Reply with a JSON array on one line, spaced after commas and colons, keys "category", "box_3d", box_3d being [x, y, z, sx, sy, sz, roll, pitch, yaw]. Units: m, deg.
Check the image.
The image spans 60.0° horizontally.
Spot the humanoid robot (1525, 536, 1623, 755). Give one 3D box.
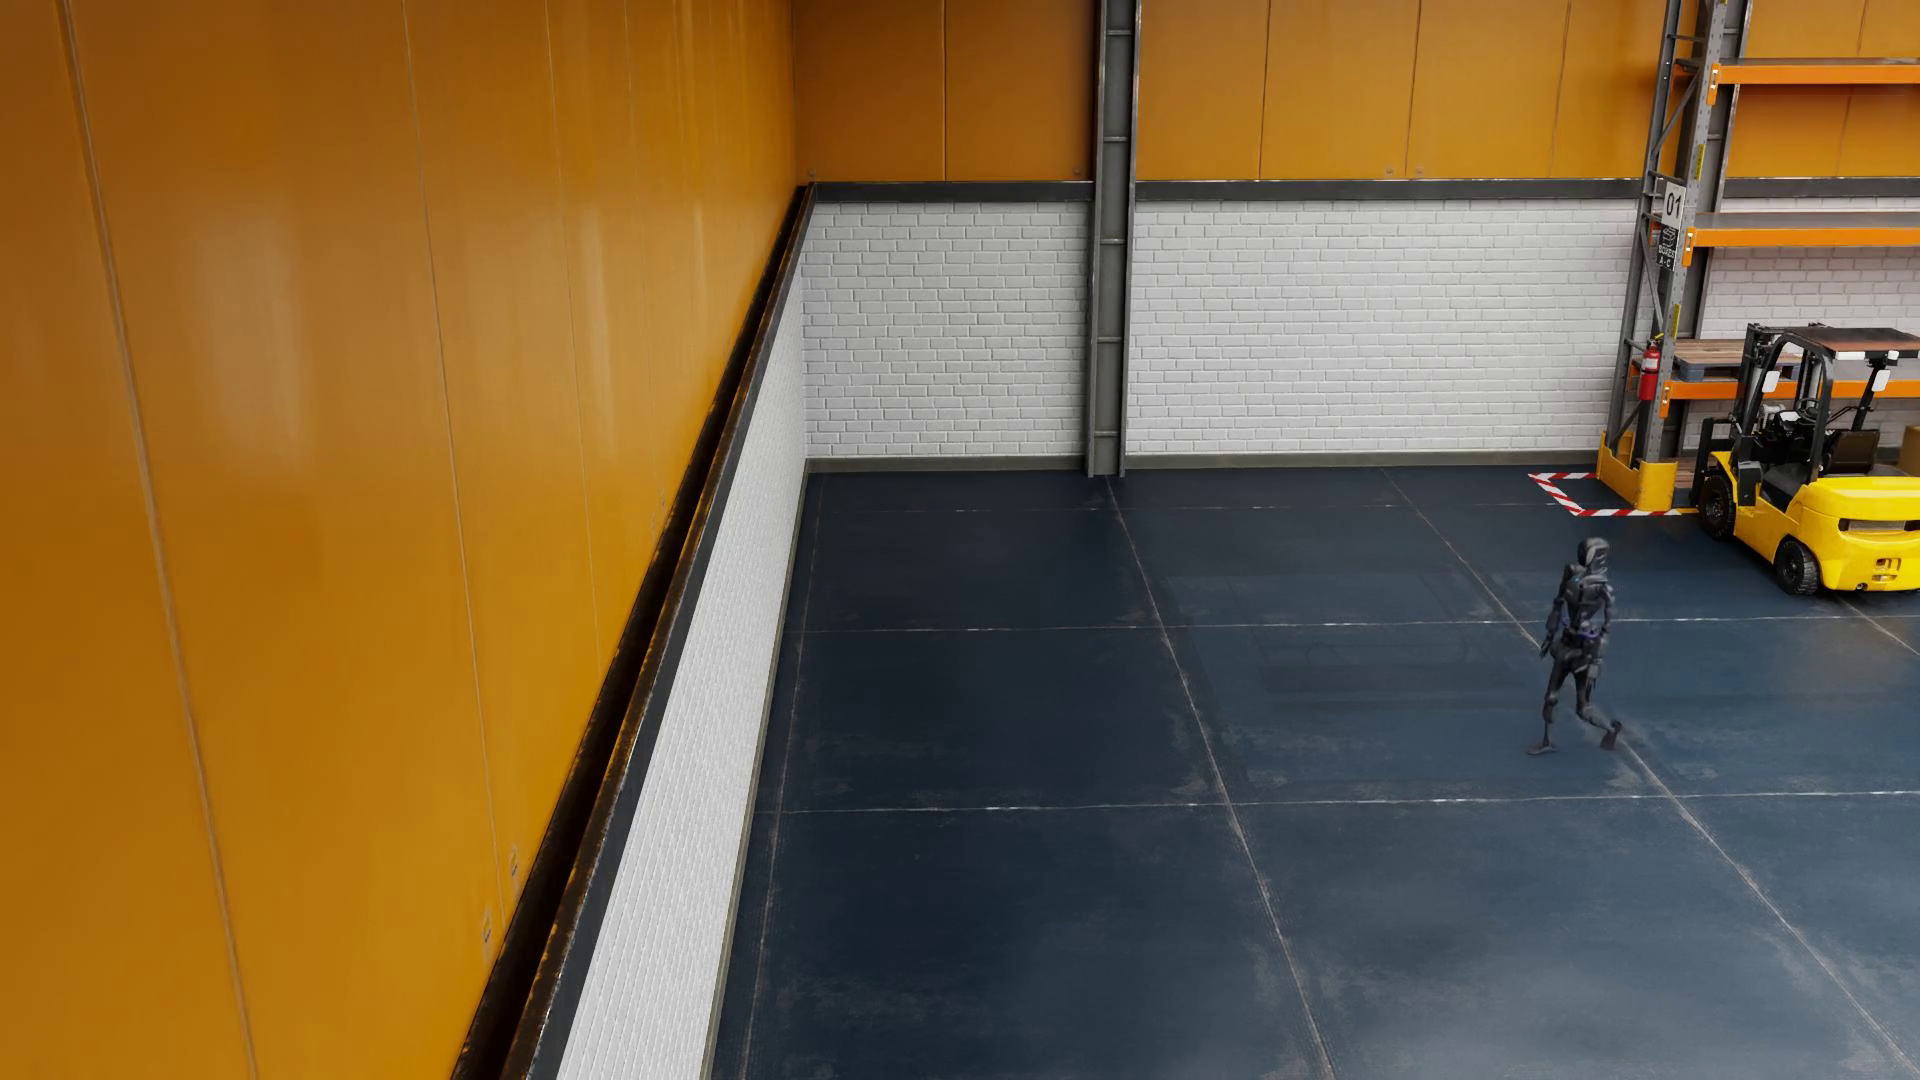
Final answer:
[{"category": "humanoid robot", "box_3d": [4.345, 0.732, 11.552, 0.643, 1.635, 0.600, -7, 21, -18]}]

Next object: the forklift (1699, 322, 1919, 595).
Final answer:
[{"category": "forklift", "box_3d": [7.809, -0.792, 14.926, 1.214, 2.155, 2.313, -1, 20, -2]}]
